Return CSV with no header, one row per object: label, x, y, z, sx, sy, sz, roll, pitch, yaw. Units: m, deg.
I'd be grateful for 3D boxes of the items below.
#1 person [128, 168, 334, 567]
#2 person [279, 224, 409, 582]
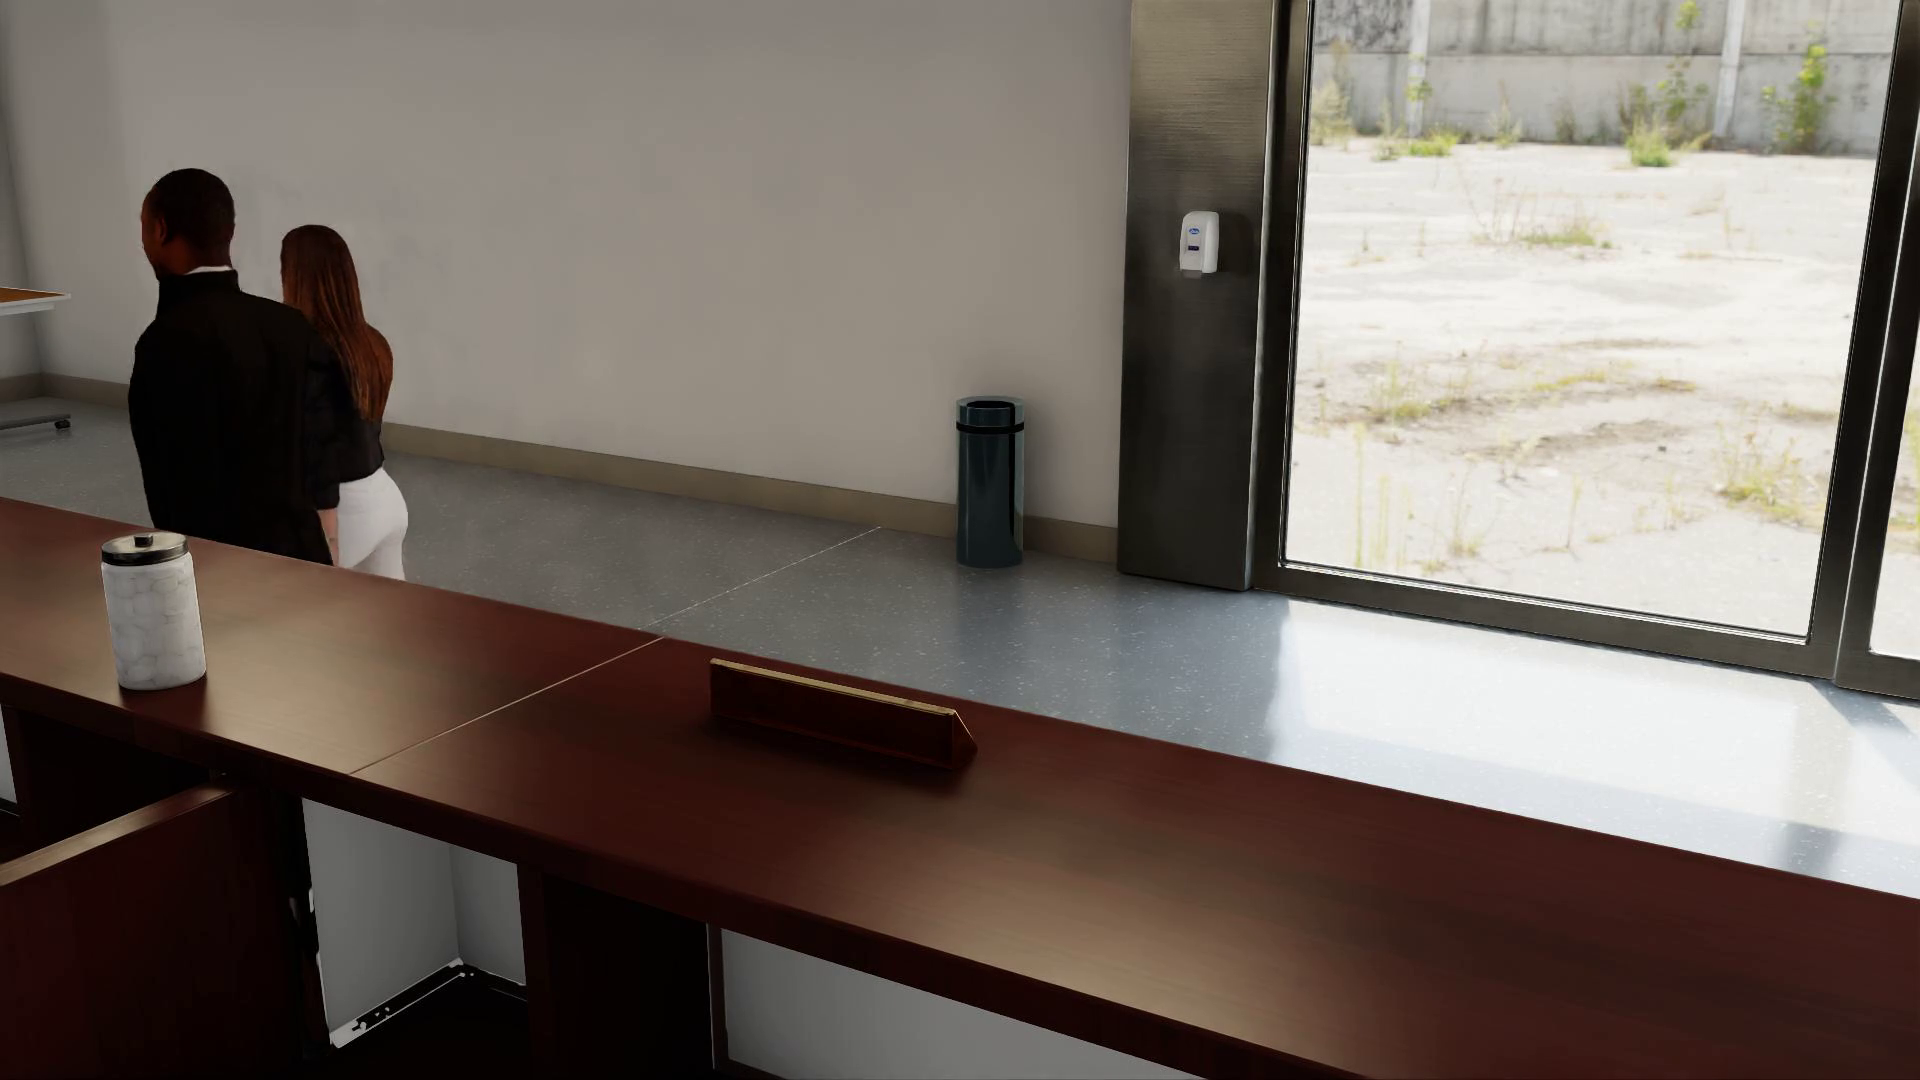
person,-1.570,0.128,3.828,0.903,1.880,0.880,3,16,12
person,-1.681,-0.038,4.777,0.838,1.684,0.900,3,16,11
